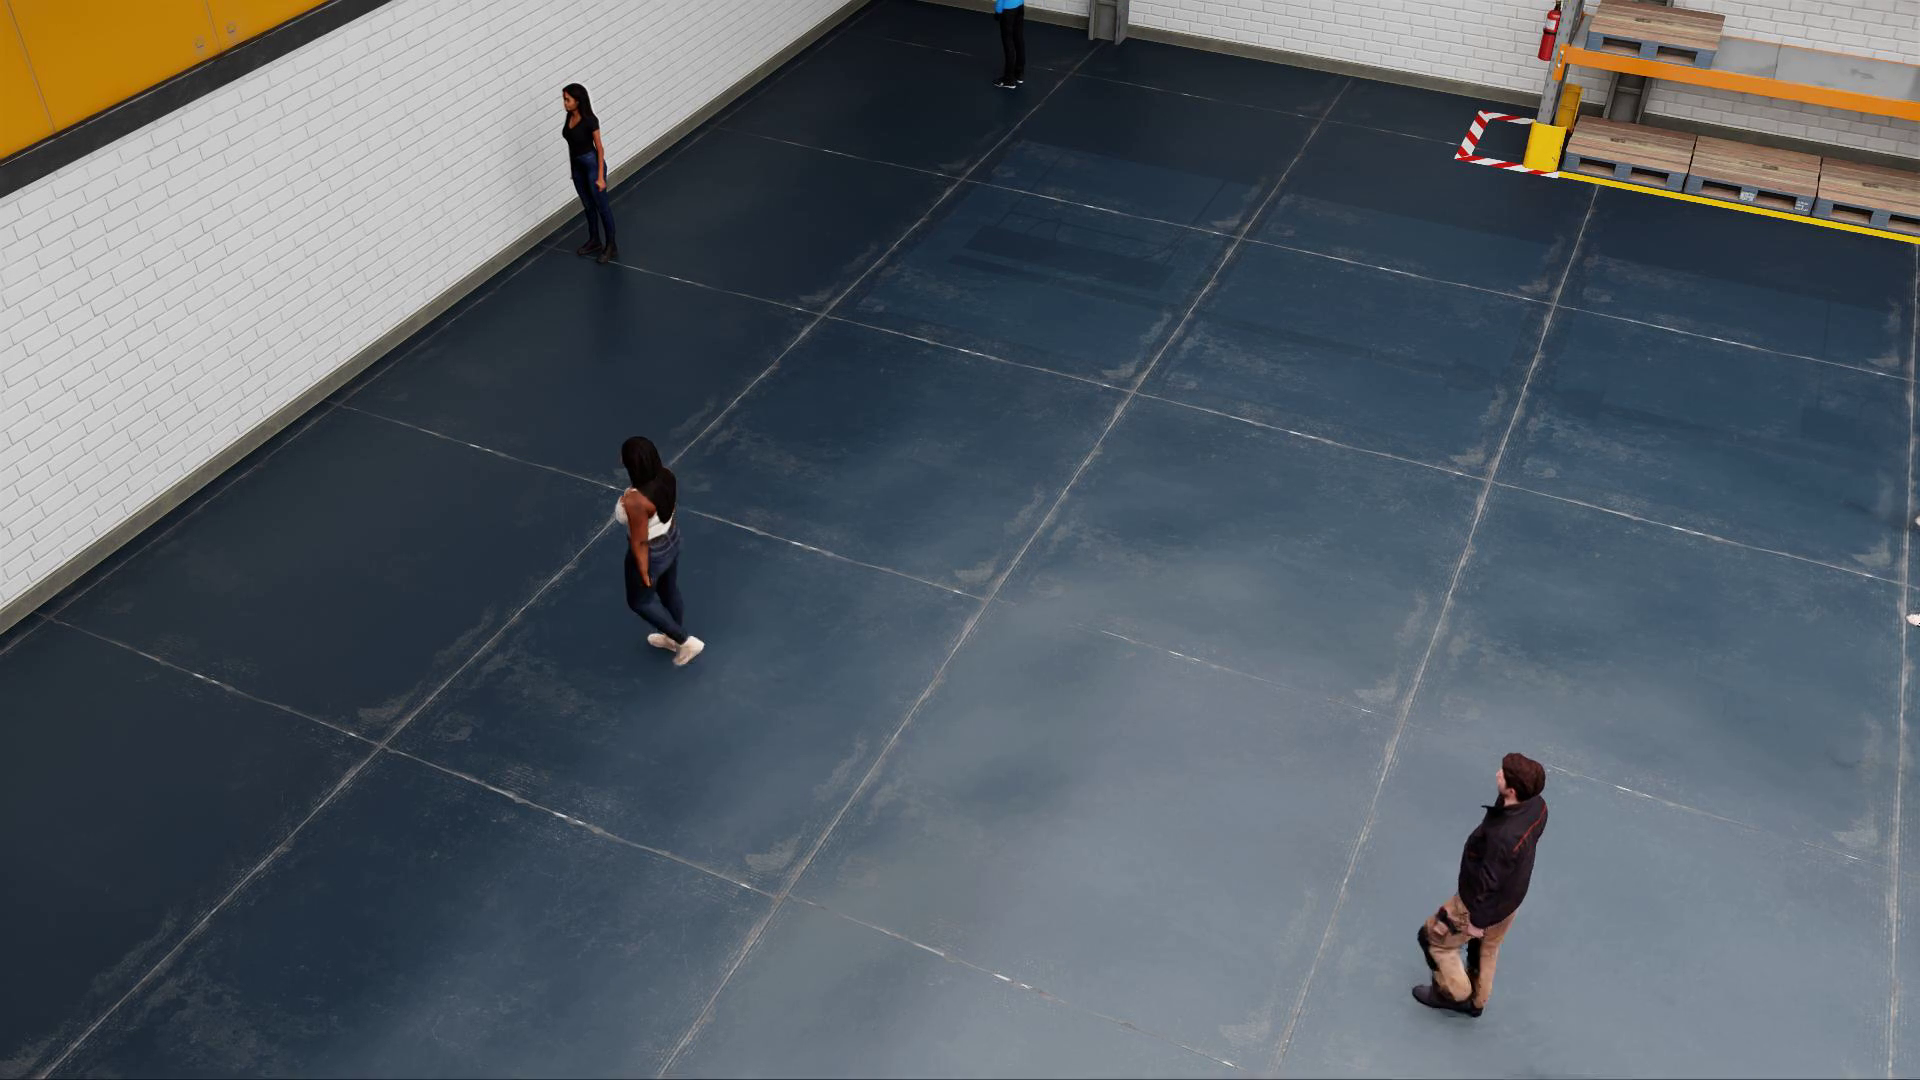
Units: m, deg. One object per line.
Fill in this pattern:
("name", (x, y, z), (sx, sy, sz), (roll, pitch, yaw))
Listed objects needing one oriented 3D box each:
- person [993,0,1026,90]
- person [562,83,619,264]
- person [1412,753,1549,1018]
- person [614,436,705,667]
("person", (0.577, -5.951, 18.558), (0.594, 1.807, 0.662), (26, 45, 29))
("person", (-3.446, -3.428, 15.454), (0.530, 1.738, 0.674), (25, 45, 28))
("person", (2.825, 1.888, 8.658), (0.754, 1.914, 0.784), (27, 46, 29))
("person", (-1.932, 0.103, 10.982), (0.767, 1.802, 0.622), (17, 42, 20))
